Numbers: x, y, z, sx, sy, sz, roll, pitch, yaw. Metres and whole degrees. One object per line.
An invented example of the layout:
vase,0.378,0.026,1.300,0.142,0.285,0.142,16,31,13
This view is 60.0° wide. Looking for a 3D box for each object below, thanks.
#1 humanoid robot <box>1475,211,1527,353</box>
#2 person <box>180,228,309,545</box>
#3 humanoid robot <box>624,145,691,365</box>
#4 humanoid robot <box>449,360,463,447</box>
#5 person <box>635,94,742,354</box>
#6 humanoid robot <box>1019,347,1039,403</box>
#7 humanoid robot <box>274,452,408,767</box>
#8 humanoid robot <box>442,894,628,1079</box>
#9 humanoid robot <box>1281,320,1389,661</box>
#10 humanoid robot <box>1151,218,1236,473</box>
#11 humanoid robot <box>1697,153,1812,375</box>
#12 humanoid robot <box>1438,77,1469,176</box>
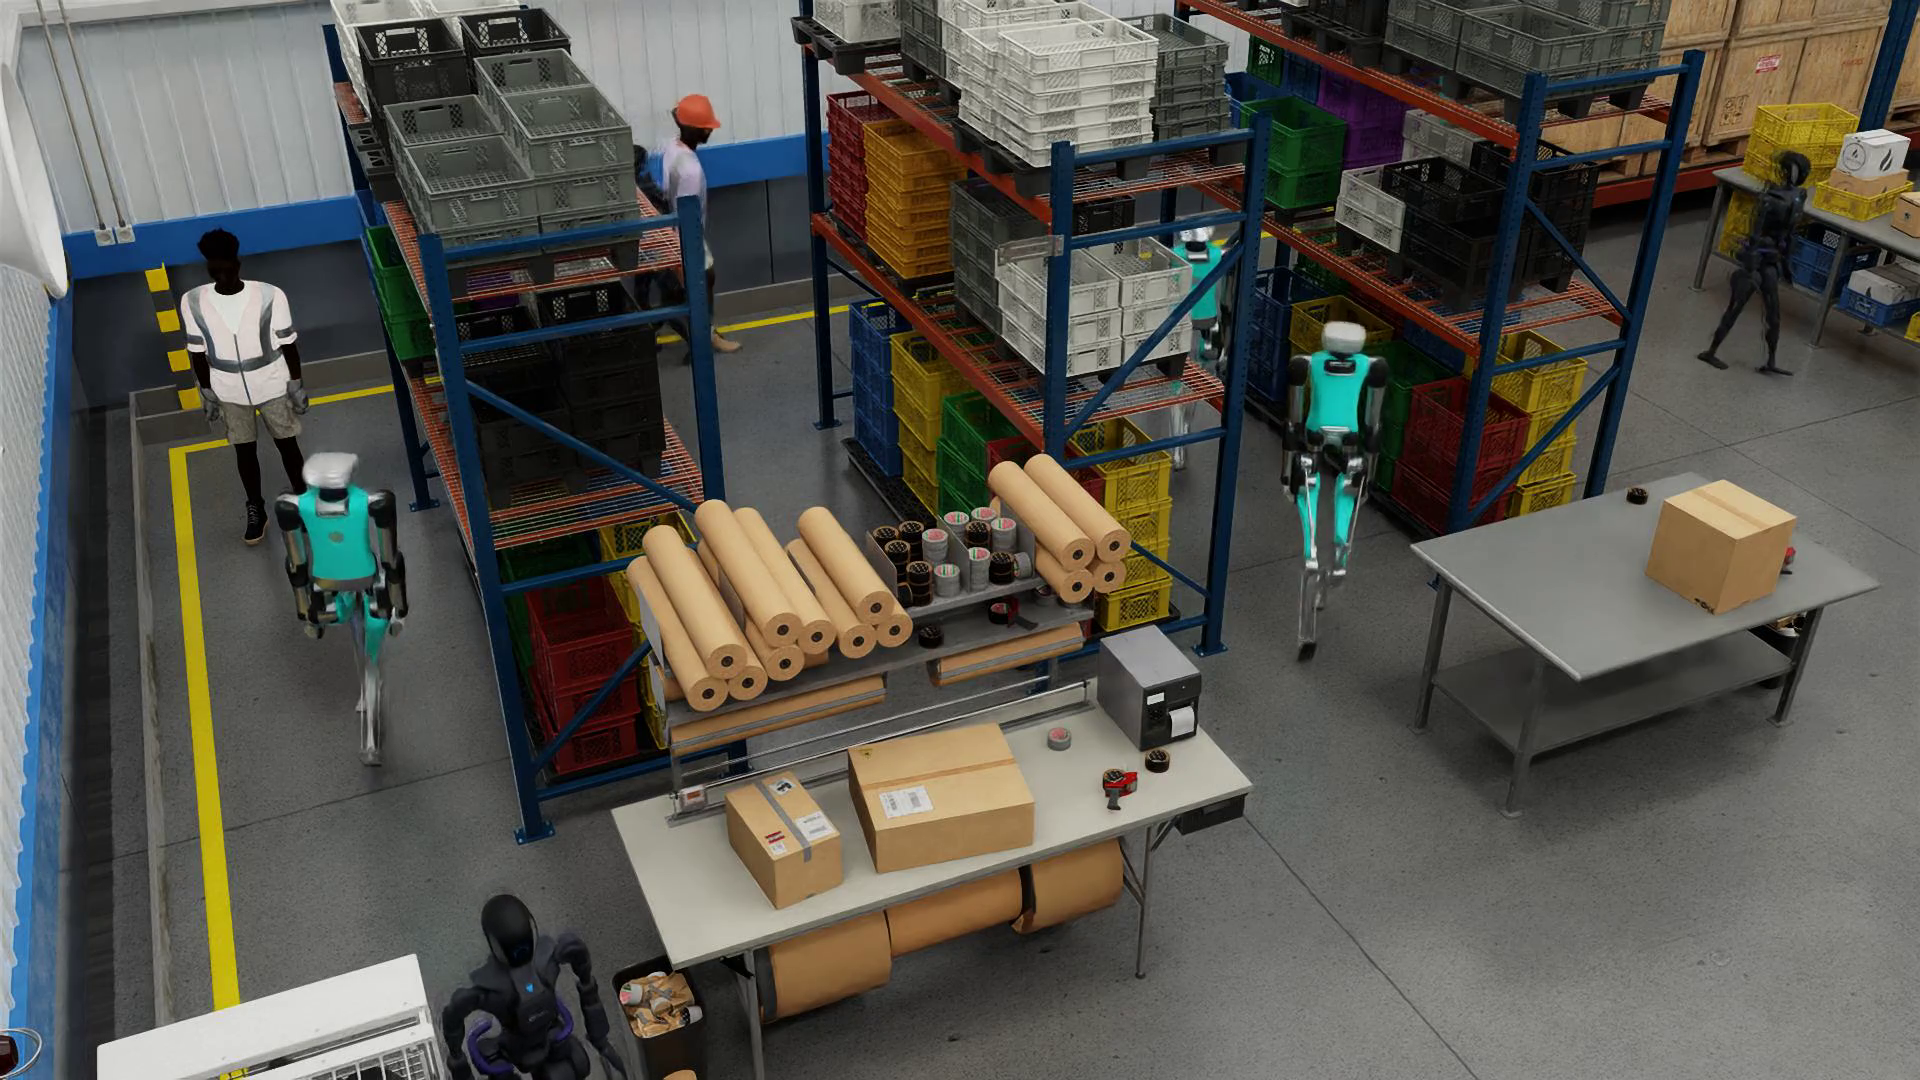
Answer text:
humanoid robot,3.783,-1.985,11.877,0.596,1.626,0.768,-12,34,-19
person,-4.173,-0.897,9.809,0.603,1.967,0.367,-8,33,-13
humanoid robot,-2.193,-2.060,11.974,0.608,1.637,0.424,21,37,30
humanoid robot,-3.112,-1.318,10.800,0.776,1.631,0.588,-13,34,-20
person,-2.053,-2.196,11.894,0.793,1.997,0.613,-6,32,-9
humanoid robot,0.497,-1.426,10.889,0.675,1.795,0.545,9,33,14
humanoid robot,-2.944,0.251,8.157,0.576,1.723,1.009,-6,32,-10
humanoid robot,-1.468,1.800,5.709,0.599,1.638,0.527,-24,39,-34
humanoid robot,1.986,-0.196,8.900,0.547,1.764,0.968,3,32,5
humanoid robot,1.461,-1.297,10.670,0.564,1.723,1.045,0,32,1
humanoid robot,5.739,-1.931,11.785,0.603,1.628,0.714,-20,37,-29
humanoid robot,4.233,-3.247,13.769,0.738,1.720,0.530,3,32,4
